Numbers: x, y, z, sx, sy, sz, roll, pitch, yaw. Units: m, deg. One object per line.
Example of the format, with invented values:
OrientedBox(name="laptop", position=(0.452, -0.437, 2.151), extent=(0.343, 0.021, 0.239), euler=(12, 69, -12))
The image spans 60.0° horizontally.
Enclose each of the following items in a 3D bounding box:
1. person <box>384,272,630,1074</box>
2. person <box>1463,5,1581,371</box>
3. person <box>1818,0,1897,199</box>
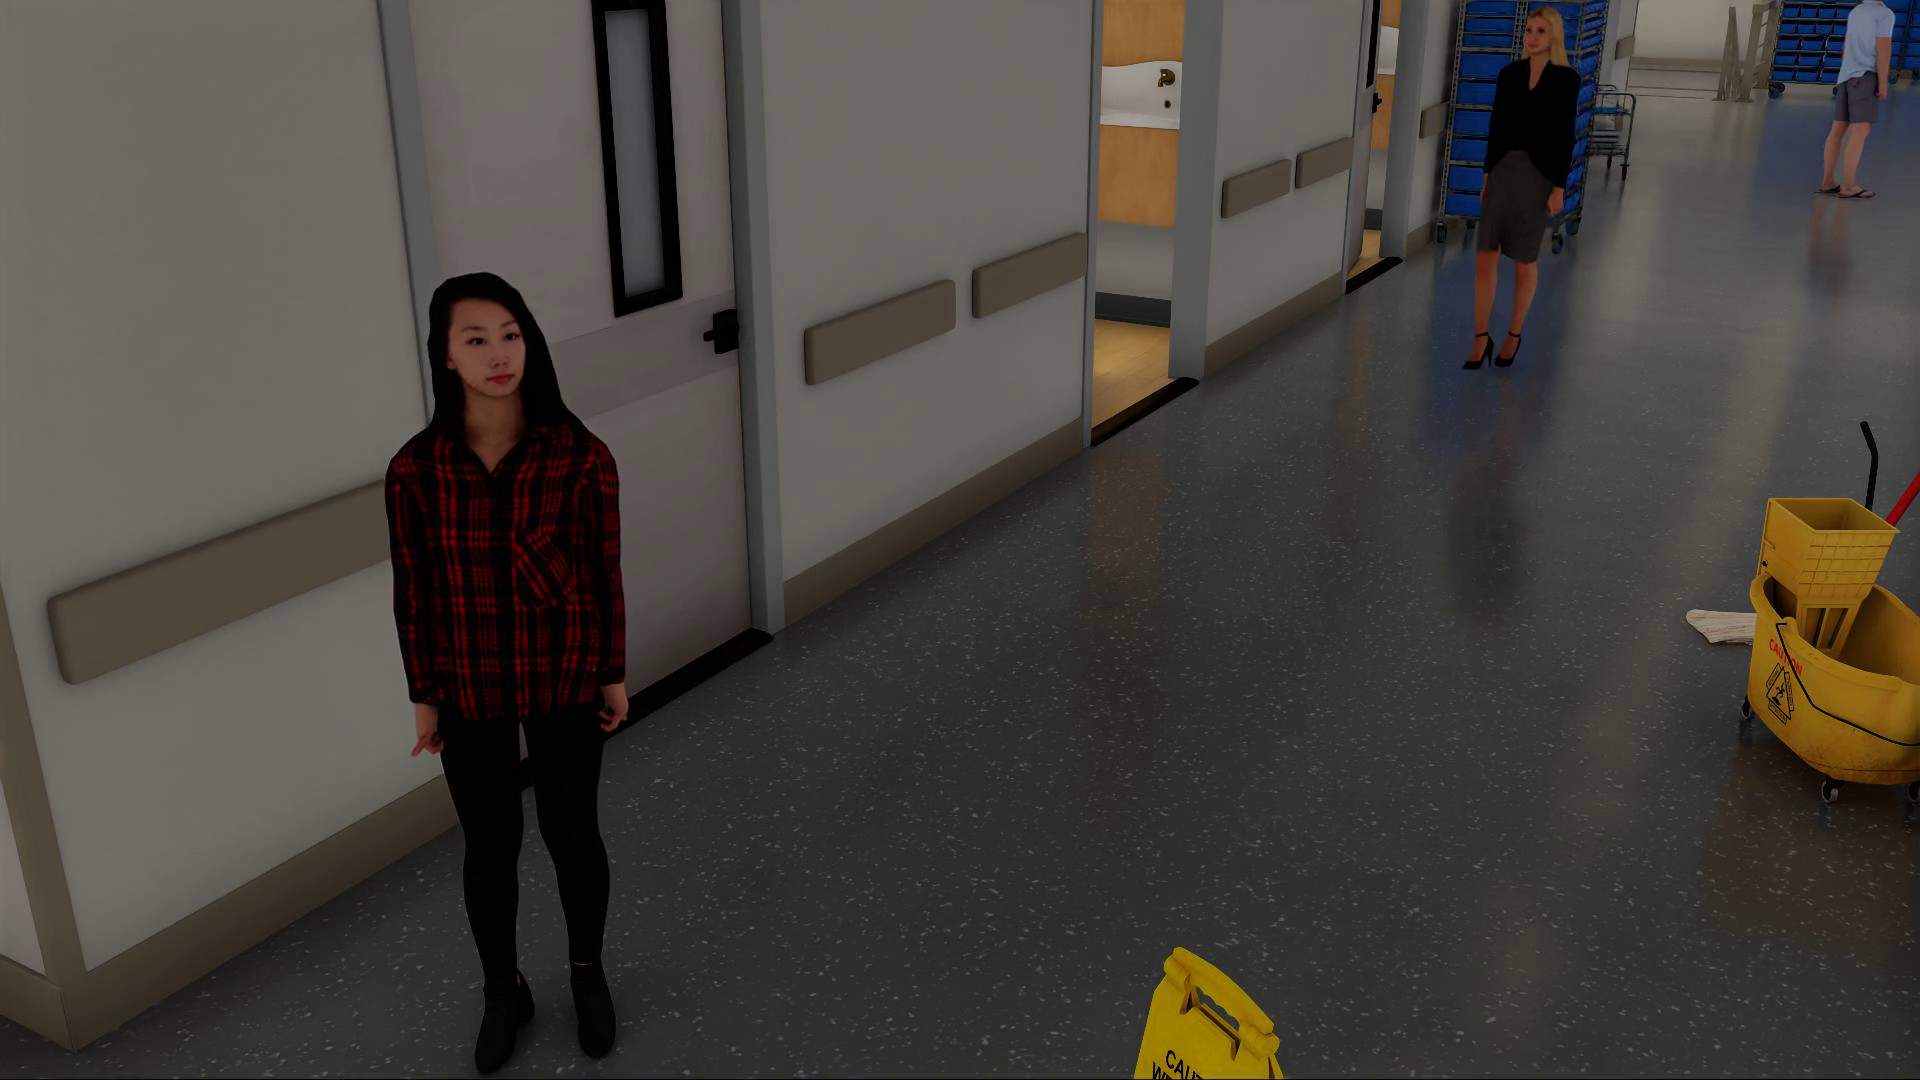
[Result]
OrientedBox(name="person", position=(-0.880, 0.287, 3.309), extent=(0.660, 1.659, 0.706), euler=(-4, 21, -11))
OrientedBox(name="person", position=(2.907, -1.760, 8.478), extent=(0.710, 1.825, 0.802), euler=(16, 26, 37))
OrientedBox(name="person", position=(7.500, -3.812, 13.889), extent=(0.822, 1.829, 0.741), euler=(-5, 21, -12))
